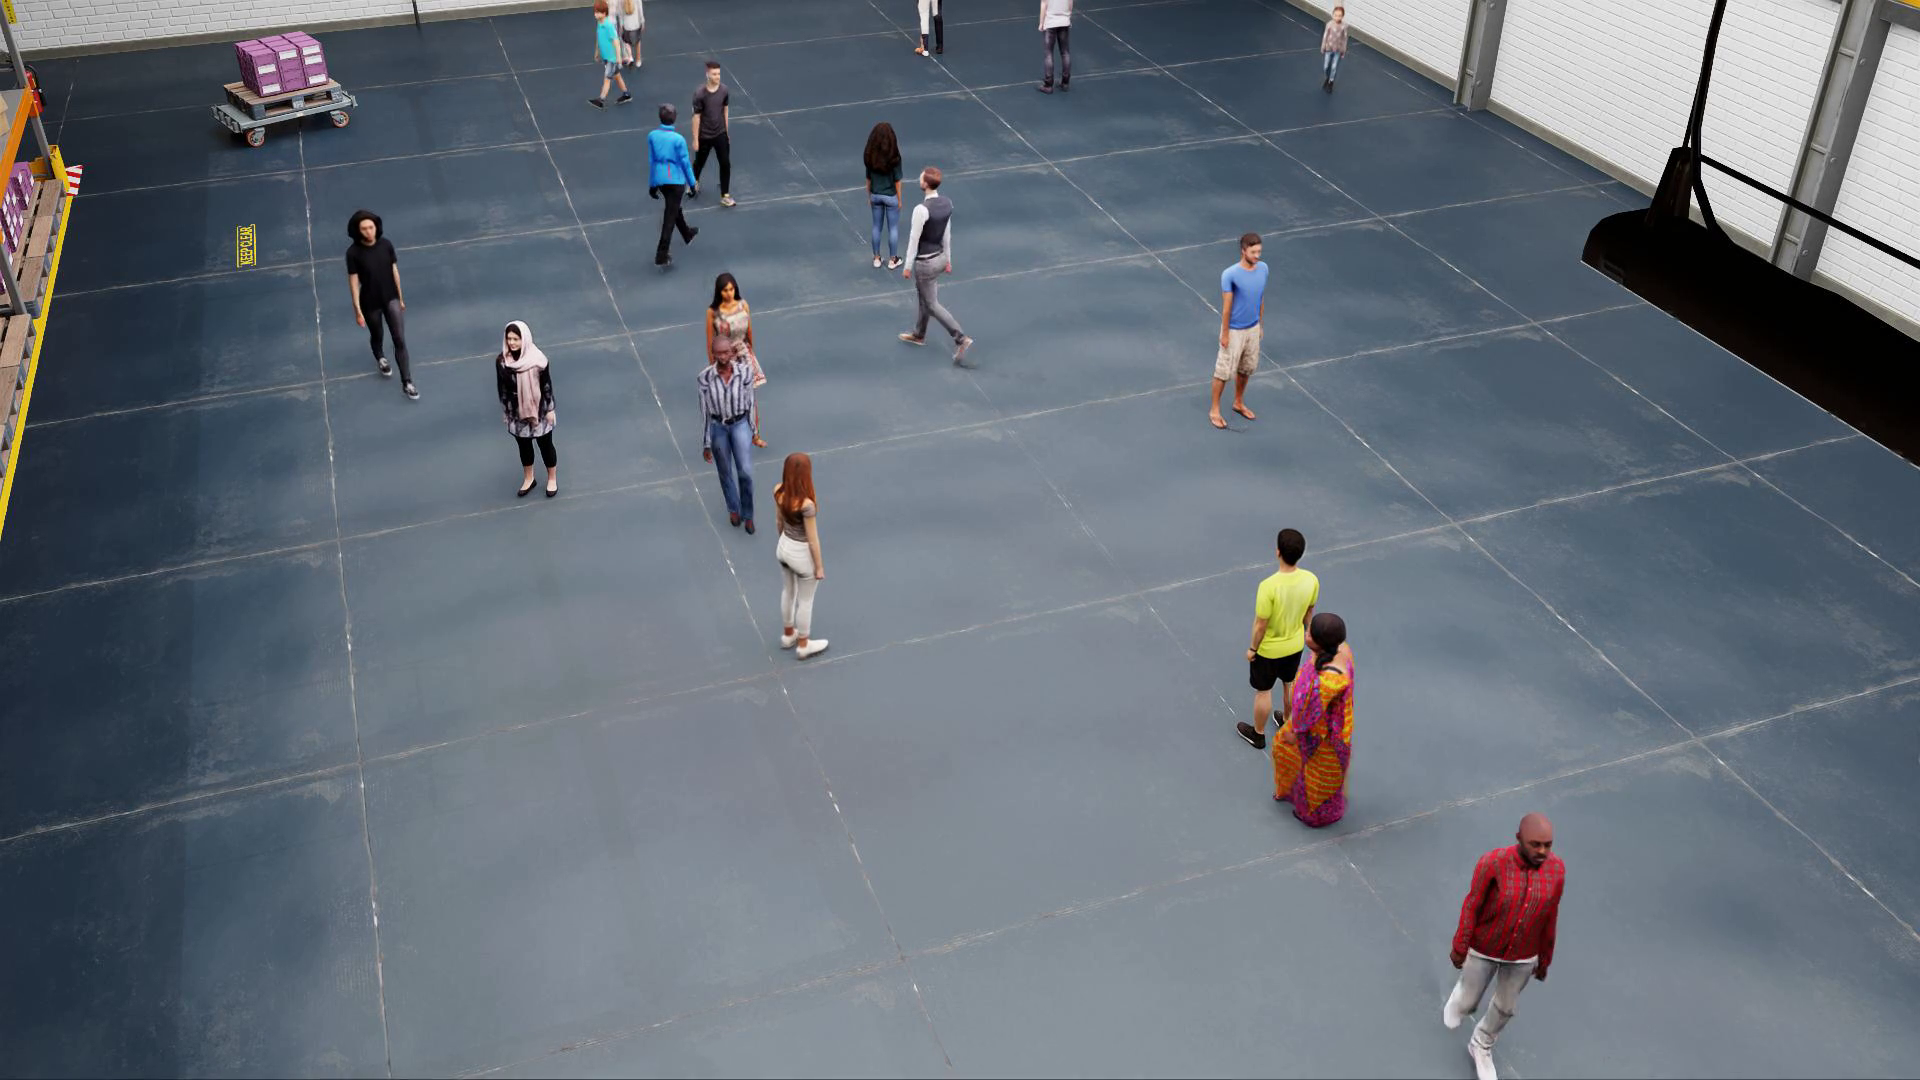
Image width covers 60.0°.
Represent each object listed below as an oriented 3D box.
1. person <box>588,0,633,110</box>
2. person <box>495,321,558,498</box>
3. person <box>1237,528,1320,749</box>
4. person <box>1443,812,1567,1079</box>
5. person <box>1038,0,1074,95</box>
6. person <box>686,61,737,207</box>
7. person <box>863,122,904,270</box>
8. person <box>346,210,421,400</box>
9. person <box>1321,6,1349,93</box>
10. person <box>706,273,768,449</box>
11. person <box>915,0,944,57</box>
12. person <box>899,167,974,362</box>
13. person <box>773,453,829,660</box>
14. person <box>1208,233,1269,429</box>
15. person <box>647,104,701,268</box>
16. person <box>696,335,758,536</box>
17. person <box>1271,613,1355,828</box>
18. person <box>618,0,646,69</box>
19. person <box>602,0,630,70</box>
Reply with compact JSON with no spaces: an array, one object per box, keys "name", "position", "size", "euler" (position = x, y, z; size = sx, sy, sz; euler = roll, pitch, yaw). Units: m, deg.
[{"name":"person","position":[-4.700,-6.609,22.630],"size":[0.774,1.415,0.933],"euler":[-23,40,-31]},{"name":"person","position":[-3.674,-1.126,14.182],"size":[0.730,1.637,0.752],"euler":[2,34,3]},{"name":"person","position":[2.196,0.678,11.403],"size":[0.629,1.708,0.510],"euler":[-13,36,-18]},{"name":"person","position":[2.945,2.149,9.098],"size":[0.867,1.810,0.959],"euler":[2,34,3]},{"name":"person","position":[1.332,-7.136,23.048],"size":[0.647,1.831,0.574],"euler":[-12,36,-18]},{"name":"person","position":[-2.978,-4.798,19.630],"size":[0.799,1.719,1.087],"euler":[-16,37,-22]},{"name":"person","position":[-0.823,-3.758,18.159],"size":[0.704,1.616,0.754],"euler":[10,35,15]},{"name":"person","position":[-5.537,-2.292,15.791],"size":[0.858,1.796,1.223],"euler":[-20,39,-28]},{"name":"person","position":[5.233,-6.875,23.235],"size":[0.568,1.188,0.601],"euler":[9,35,13]},{"name":"person","position":[-2.088,-1.679,15.027],"size":[0.686,1.621,0.942],"euler":[-14,36,-21]},{"name":"person","position":[-0.449,-8.109,24.457],"size":[0.701,1.891,0.591],"euler":[-14,36,-20]},{"name":"person","position":[-0.220,-2.678,16.270],"size":[1.270,1.908,1.105],"euler":[21,39,28]},{"name":"person","position":[-1.204,0.120,12.234],"size":[0.606,1.716,0.725],"euler":[28,43,35]},{"name":"person","position":[2.565,-1.952,15.219],"size":[0.676,1.863,0.588],"euler":[-16,37,-23]},{"name":"person","position":[-3.204,-3.825,18.152],"size":[1.171,1.735,1.246],"euler":[14,36,20]},{"name":"person","position":[-1.922,-0.906,13.722],"size":[0.680,1.778,0.719],"euler":[-6,34,-9]},{"name":"person","position":[2.387,1.175,10.703],"size":[0.858,1.654,0.819],"euler":[4,34,7]},{"name":"person","position":[-4.733,-7.435,24.007],"size":[0.567,1.267,0.647],"euler":[-5,34,-8]},{"name":"person","position":[-4.995,-7.658,23.978],"size":[0.739,1.670,0.683],"euler":[15,37,22]}]
